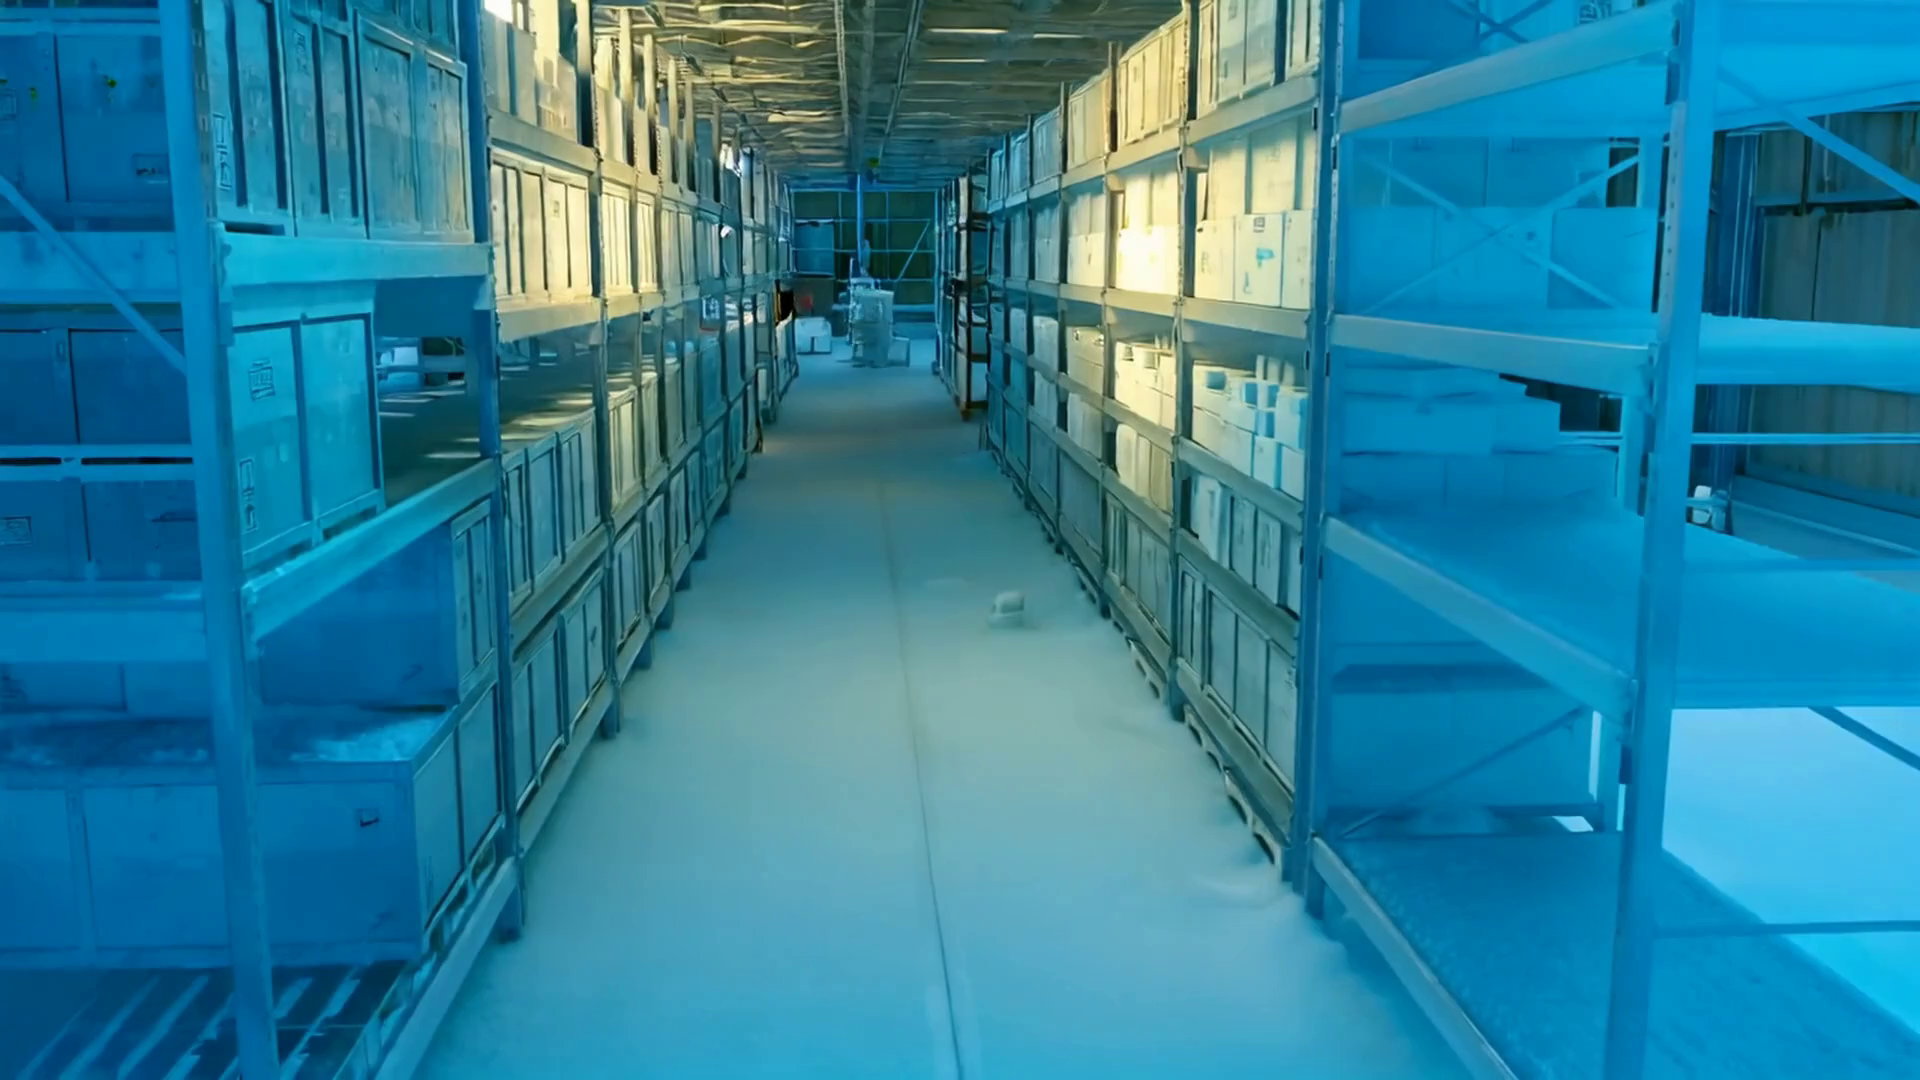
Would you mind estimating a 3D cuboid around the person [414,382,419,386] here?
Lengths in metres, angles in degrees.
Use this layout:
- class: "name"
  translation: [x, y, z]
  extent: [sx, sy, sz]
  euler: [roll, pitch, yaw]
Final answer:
- class: "person"
  translation: [-11.802, -3.044, 35.608]
  extent: [0.902, 1.880, 0.604]
  euler: [1, 10, 7]

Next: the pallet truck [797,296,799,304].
- class: "pallet truck"
  translation: [-8.622, -12.439, 91.403]
  extent: [1.885, 1.965, 0.823]
  euler: [2, 10, 13]

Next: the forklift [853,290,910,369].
- class: "forklift"
  translation: [-2.802, -7.620, 59.988]
  extent: [1.873, 2.768, 1.129]
  euler: [-9, 13, -43]

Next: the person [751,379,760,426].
- class: "person"
  translation: [-4.656, -3.020, 35.766]
  extent: [0.995, 1.786, 0.582]
  euler: [6, 11, 34]

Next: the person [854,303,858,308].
- class: "person"
  translation: [-5.485, -12.188, 90.241]
  extent: [0.586, 1.882, 0.341]
  euler: [5, 11, 29]

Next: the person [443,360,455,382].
- class: "person"
  translation: [-11.643, -3.348, 38.252]
  extent: [0.755, 1.615, 0.527]
  euler: [-1, 10, -7]

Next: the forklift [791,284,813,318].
- class: "forklift"
  translation: [-7.163, -10.245, 75.668]
  extent: [1.129, 2.768, 1.873]
  euler: [2, 10, 13]
